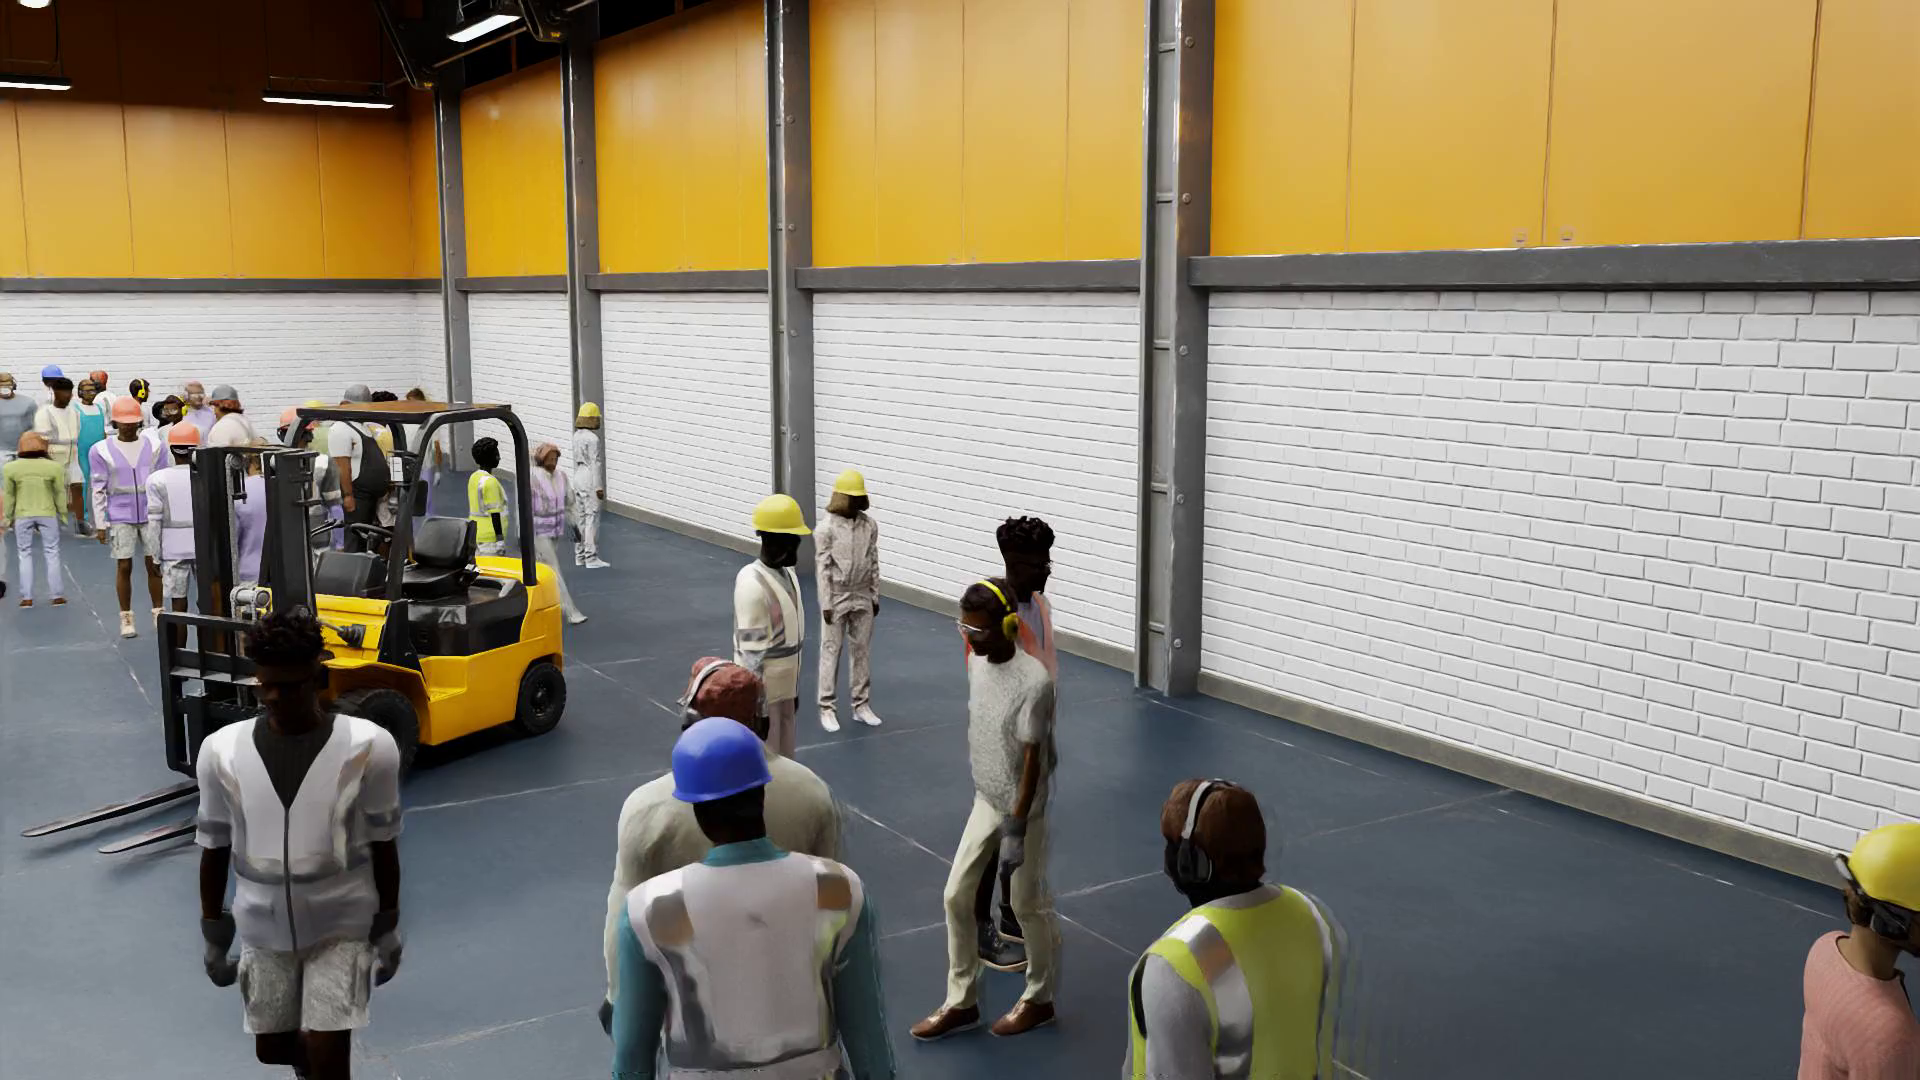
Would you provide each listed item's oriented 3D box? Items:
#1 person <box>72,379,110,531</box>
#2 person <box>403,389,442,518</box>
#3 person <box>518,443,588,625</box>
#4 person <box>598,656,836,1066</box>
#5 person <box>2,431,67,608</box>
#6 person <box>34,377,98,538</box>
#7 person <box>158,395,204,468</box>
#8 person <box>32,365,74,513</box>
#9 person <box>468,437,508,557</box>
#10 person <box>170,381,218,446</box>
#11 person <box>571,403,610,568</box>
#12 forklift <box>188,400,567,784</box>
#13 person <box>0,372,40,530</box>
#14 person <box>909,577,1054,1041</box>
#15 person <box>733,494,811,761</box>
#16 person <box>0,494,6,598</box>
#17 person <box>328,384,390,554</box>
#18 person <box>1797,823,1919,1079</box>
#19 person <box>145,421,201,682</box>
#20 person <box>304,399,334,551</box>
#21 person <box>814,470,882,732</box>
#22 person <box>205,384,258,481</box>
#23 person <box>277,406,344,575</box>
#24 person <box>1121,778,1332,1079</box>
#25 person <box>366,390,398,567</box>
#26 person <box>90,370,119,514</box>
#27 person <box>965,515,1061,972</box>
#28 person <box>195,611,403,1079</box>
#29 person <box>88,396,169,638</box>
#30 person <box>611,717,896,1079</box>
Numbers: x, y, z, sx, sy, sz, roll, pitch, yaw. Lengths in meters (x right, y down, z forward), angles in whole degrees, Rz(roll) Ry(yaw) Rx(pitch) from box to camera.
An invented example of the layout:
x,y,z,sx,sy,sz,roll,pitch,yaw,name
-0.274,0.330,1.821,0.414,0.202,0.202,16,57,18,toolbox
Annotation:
x,y,z,sx,sy,sz,roll,pitch,yaw,name
-10.557,-1.030,20.199,0.344,1.847,0.504,4,10,28,person
-6.072,-0.772,18.570,0.547,1.811,0.963,-1,9,-8,person
-3.526,-0.050,14.409,0.806,1.587,0.590,4,9,27,person
-0.622,1.265,4.679,0.633,1.871,0.995,-7,11,-40,person
-8.485,-0.189,15.282,0.505,1.623,0.313,-4,9,-23,person
-10.646,-0.974,19.635,0.991,1.912,0.617,4,9,23,person
-7.923,-0.556,16.971,0.512,1.861,0.325,1,8,4,person
-11.907,-1.324,21.850,0.606,1.943,0.403,5,10,29,person
-3.911,-0.010,13.825,0.318,1.697,0.535,-6,10,-34,person
-9.025,-0.942,19.594,0.639,1.861,1.002,-8,11,-42,person
-3.899,-0.576,17.524,0.326,1.737,0.488,-7,11,-39,person
-3.529,0.258,10.348,1.214,2.155,2.313,4,9,25,forklift
-11.548,-1.077,20.258,0.635,1.928,0.382,-6,10,-34,person
0.111,1.041,6.302,0.724,1.829,0.551,-7,11,-38,person
-0.906,0.725,8.138,0.391,1.919,0.589,2,9,12,person
-7.023,0.212,11.677,0.612,1.890,0.727,-3,9,-17,person
-5.698,-0.481,15.843,0.536,2.000,0.678,0,8,-3,person
1.995,1.469,3.677,0.339,1.755,0.531,2,9,13,person
-5.725,0.084,12.379,0.552,1.937,0.356,-4,9,-25,person
-6.983,-0.661,18.080,0.364,1.741,0.523,8,11,41,person
-0.731,0.395,10.974,0.490,1.734,0.340,-6,11,-37,person
-7.175,-0.560,16.377,0.552,2.000,0.759,-1,8,-3,person
-4.956,0.010,12.536,0.615,2.038,0.395,-2,9,-13,person
0.529,1.419,3.860,0.659,1.791,0.949,-8,12,-43,person
-5.591,-0.477,16.117,0.384,1.956,0.606,-7,11,-39,person
-11.184,-1.281,21.784,0.357,1.880,0.574,-1,8,-4,person
0.234,0.857,7.128,0.388,1.958,0.599,4,9,27,person
-2.034,1.152,5.206,0.607,1.939,0.811,-1,8,-6,person
-6.913,-0.188,13.927,0.611,2.030,0.410,-7,11,-37,person
-0.470,1.373,3.886,0.650,1.886,1.027,-3,9,-22,person
